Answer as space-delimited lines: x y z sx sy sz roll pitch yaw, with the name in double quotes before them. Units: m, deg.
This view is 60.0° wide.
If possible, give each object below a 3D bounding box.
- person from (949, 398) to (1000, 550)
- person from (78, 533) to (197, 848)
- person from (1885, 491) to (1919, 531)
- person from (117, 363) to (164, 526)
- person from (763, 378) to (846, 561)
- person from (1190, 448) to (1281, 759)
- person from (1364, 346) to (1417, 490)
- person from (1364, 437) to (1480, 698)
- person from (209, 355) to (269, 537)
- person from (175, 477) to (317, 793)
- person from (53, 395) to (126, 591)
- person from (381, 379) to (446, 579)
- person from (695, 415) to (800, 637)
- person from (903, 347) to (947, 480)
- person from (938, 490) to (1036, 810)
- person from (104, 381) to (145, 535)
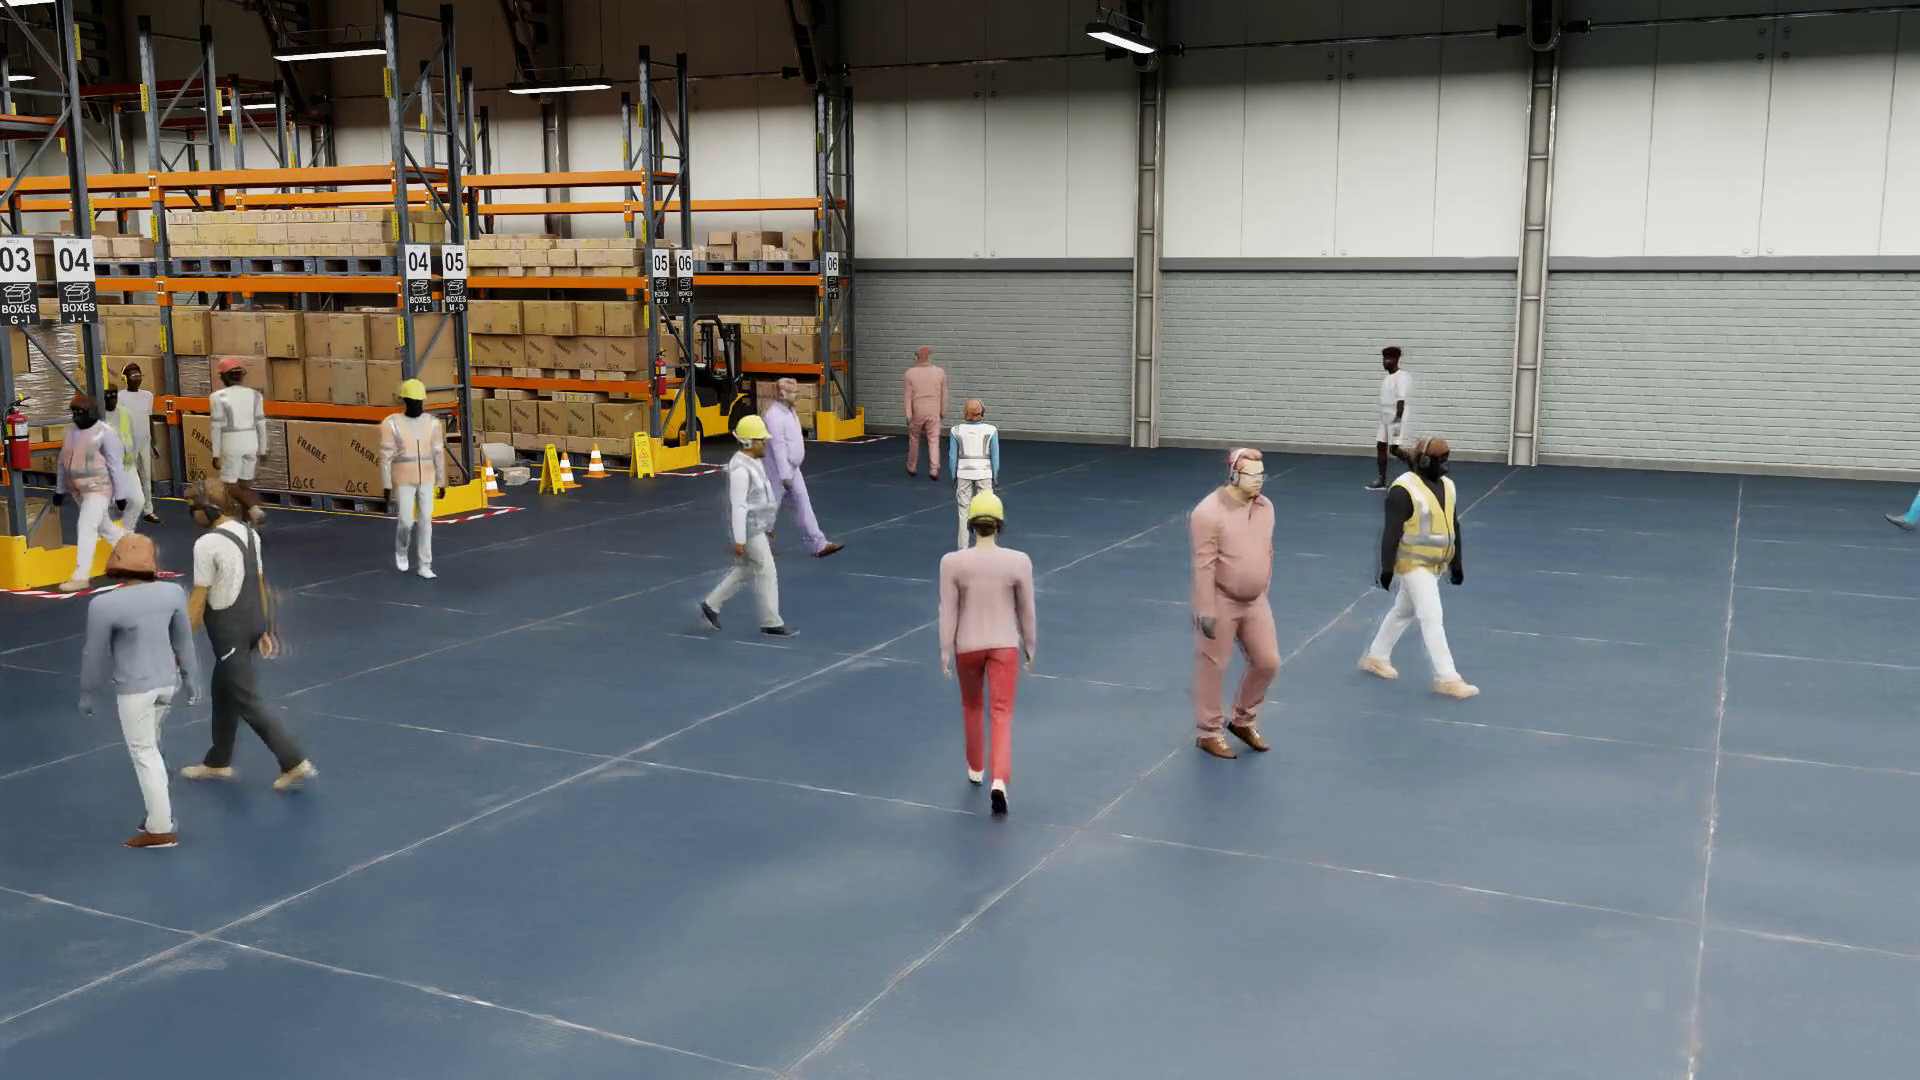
"person" 0.145 -0.619 16.930 0.515 1.641 0.314 1 9 8
"person" -4.195 0.771 8.493 0.421 1.612 0.503 4 10 21
"person" 10.911 -0.944 18.456 0.979 1.793 0.590 2 10 14
"person" -9.484 -1.101 19.174 0.328 1.876 0.513 6 11 32
"person" -1.703 -0.698 16.762 0.997 1.852 0.672 2 9 12
"person" 1.656 0.390 10.005 0.664 1.892 0.468 -5 11 -30
"person" 5.811 -1.614 22.117 0.719 1.943 0.626 -2 9 -11
"person" 3.254 0.160 11.724 0.633 1.794 0.976 -8 12 -41
"person" -7.757 -0.986 18.006 0.725 2.025 0.617 6 11 32
"person" -4.047 0.537 9.379 0.853 1.805 0.500 0 9 2
"person" -8.061 -0.471 15.563 0.625 1.801 0.956 5 10 26
"person" -5.213 -0.585 15.874 0.613 1.914 0.496 -8 12 -39
"person" -1.727 -0.110 13.331 0.807 1.803 0.594 0 9 -2
"person" -0.503 -1.791 23.482 0.644 1.853 1.012 -2 9 -12
"person" 0.149 0.596 9.213 0.538 1.738 0.852 0 9 2
"person" -8.628 -0.709 16.923 0.472 1.823 0.655 5 10 26
